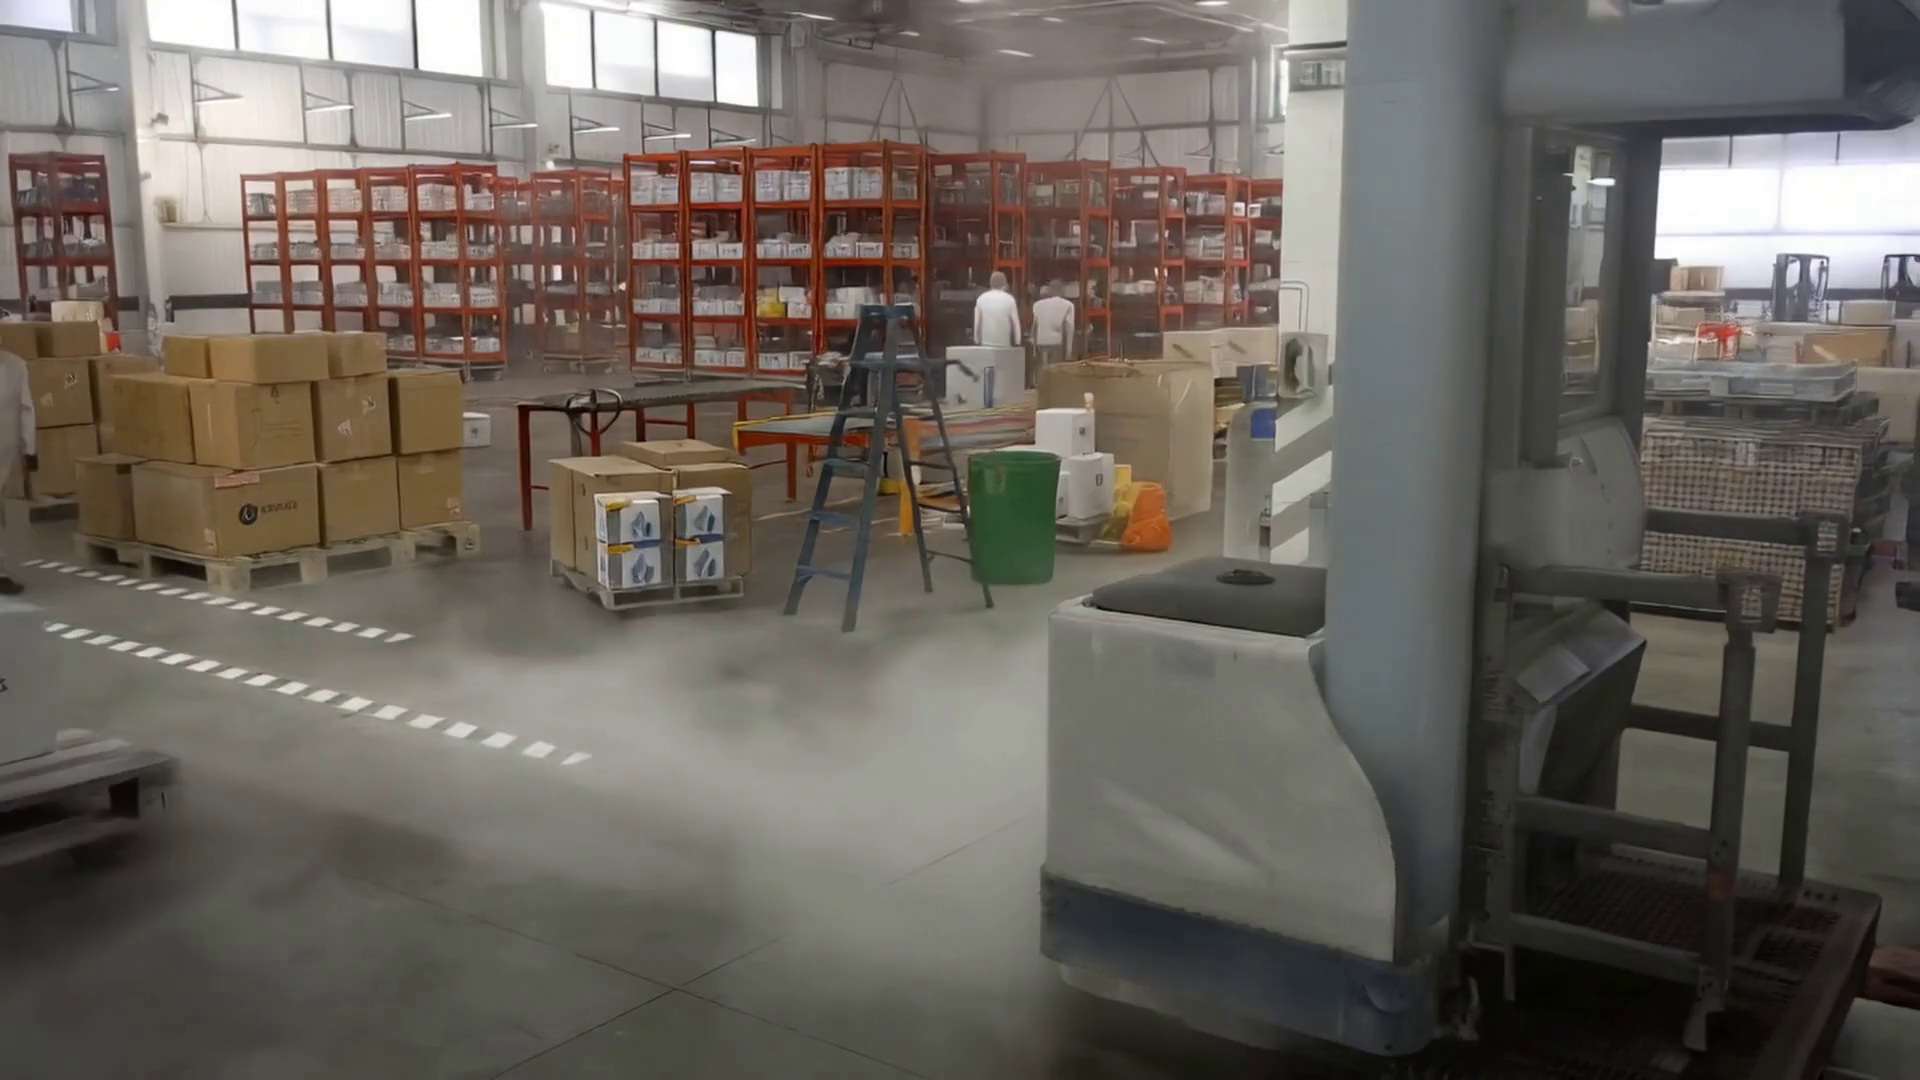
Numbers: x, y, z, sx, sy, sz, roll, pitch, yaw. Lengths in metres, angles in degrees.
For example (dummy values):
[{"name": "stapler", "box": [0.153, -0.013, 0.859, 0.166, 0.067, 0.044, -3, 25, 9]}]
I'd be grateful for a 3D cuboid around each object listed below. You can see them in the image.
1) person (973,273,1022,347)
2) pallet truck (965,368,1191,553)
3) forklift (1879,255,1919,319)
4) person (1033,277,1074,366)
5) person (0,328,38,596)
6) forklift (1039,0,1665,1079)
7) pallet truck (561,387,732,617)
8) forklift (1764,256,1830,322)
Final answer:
[{"name": "person", "box": [0.557, -2.732, 22.882, 0.653, 1.845, 1.026, 7, 12, 37]}, {"name": "pallet truck", "box": [0.845, -0.609, 11.869, 1.630, 1.274, 0.653, 7, 12, 35]}, {"name": "forklift", "box": [22.089, -5.634, 38.796, 1.157, 1.987, 2.680, 6, 11, 33]}, {"name": "person", "box": [1.201, -2.574, 22.068, 0.574, 1.814, 0.754, 6, 11, 30]}, {"name": "person", "box": [-6.022, -0.569, 10.192, 0.791, 1.790, 0.601, 5, 11, 28]}, {"name": "forklift", "box": [1.249, -0.137, 4.360, 1.873, 2.768, 1.129, 7, 12, 35]}, {"name": "pallet truck", "box": [-1.981, -0.274, 10.088, 0.680, 1.201, 1.601, -5, 11, -28]}, {"name": "forklift", "box": [20.253, -5.854, 40.139, 1.157, 1.987, 2.680, 7, 12, 35]}]
